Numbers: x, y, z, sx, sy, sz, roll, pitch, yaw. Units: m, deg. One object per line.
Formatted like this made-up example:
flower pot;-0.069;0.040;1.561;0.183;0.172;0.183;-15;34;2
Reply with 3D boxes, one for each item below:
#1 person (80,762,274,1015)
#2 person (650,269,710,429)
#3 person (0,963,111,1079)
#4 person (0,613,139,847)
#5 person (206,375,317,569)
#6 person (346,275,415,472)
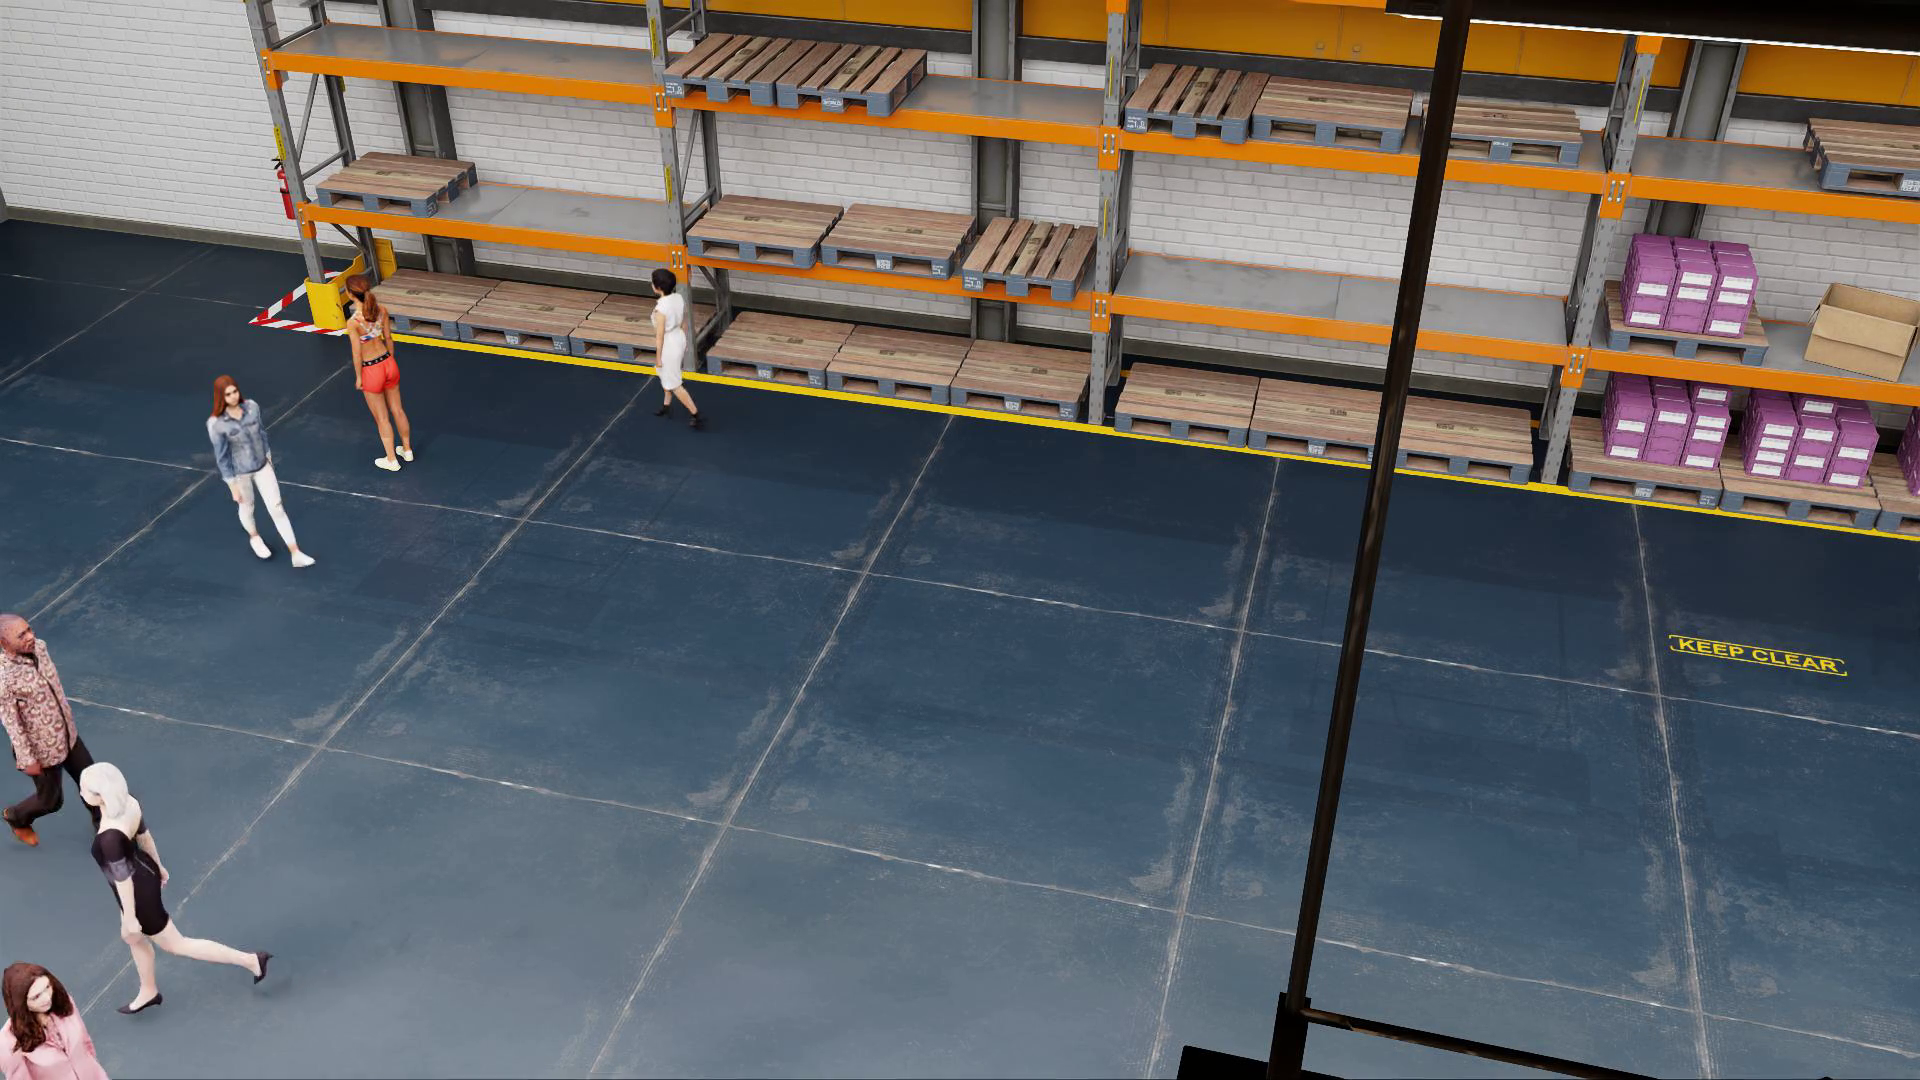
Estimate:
person;-4.383;1.931;9.141;1.195;1.801;0.960;-9;35;-13
person;-2.523;-1.676;14.807;0.884;1.536;0.617;12;36;18
person;-4.352;2.698;8.010;1.094;1.775;0.736;14;36;20
person;-5.691;1.218;10.228;1.048;1.784;0.731;5;34;8
person;-5.612;-0.552;12.997;1.121;1.668;0.909;25;41;33
person;-4.968;-1.430;14.207;0.657;1.790;0.651;20;39;28
